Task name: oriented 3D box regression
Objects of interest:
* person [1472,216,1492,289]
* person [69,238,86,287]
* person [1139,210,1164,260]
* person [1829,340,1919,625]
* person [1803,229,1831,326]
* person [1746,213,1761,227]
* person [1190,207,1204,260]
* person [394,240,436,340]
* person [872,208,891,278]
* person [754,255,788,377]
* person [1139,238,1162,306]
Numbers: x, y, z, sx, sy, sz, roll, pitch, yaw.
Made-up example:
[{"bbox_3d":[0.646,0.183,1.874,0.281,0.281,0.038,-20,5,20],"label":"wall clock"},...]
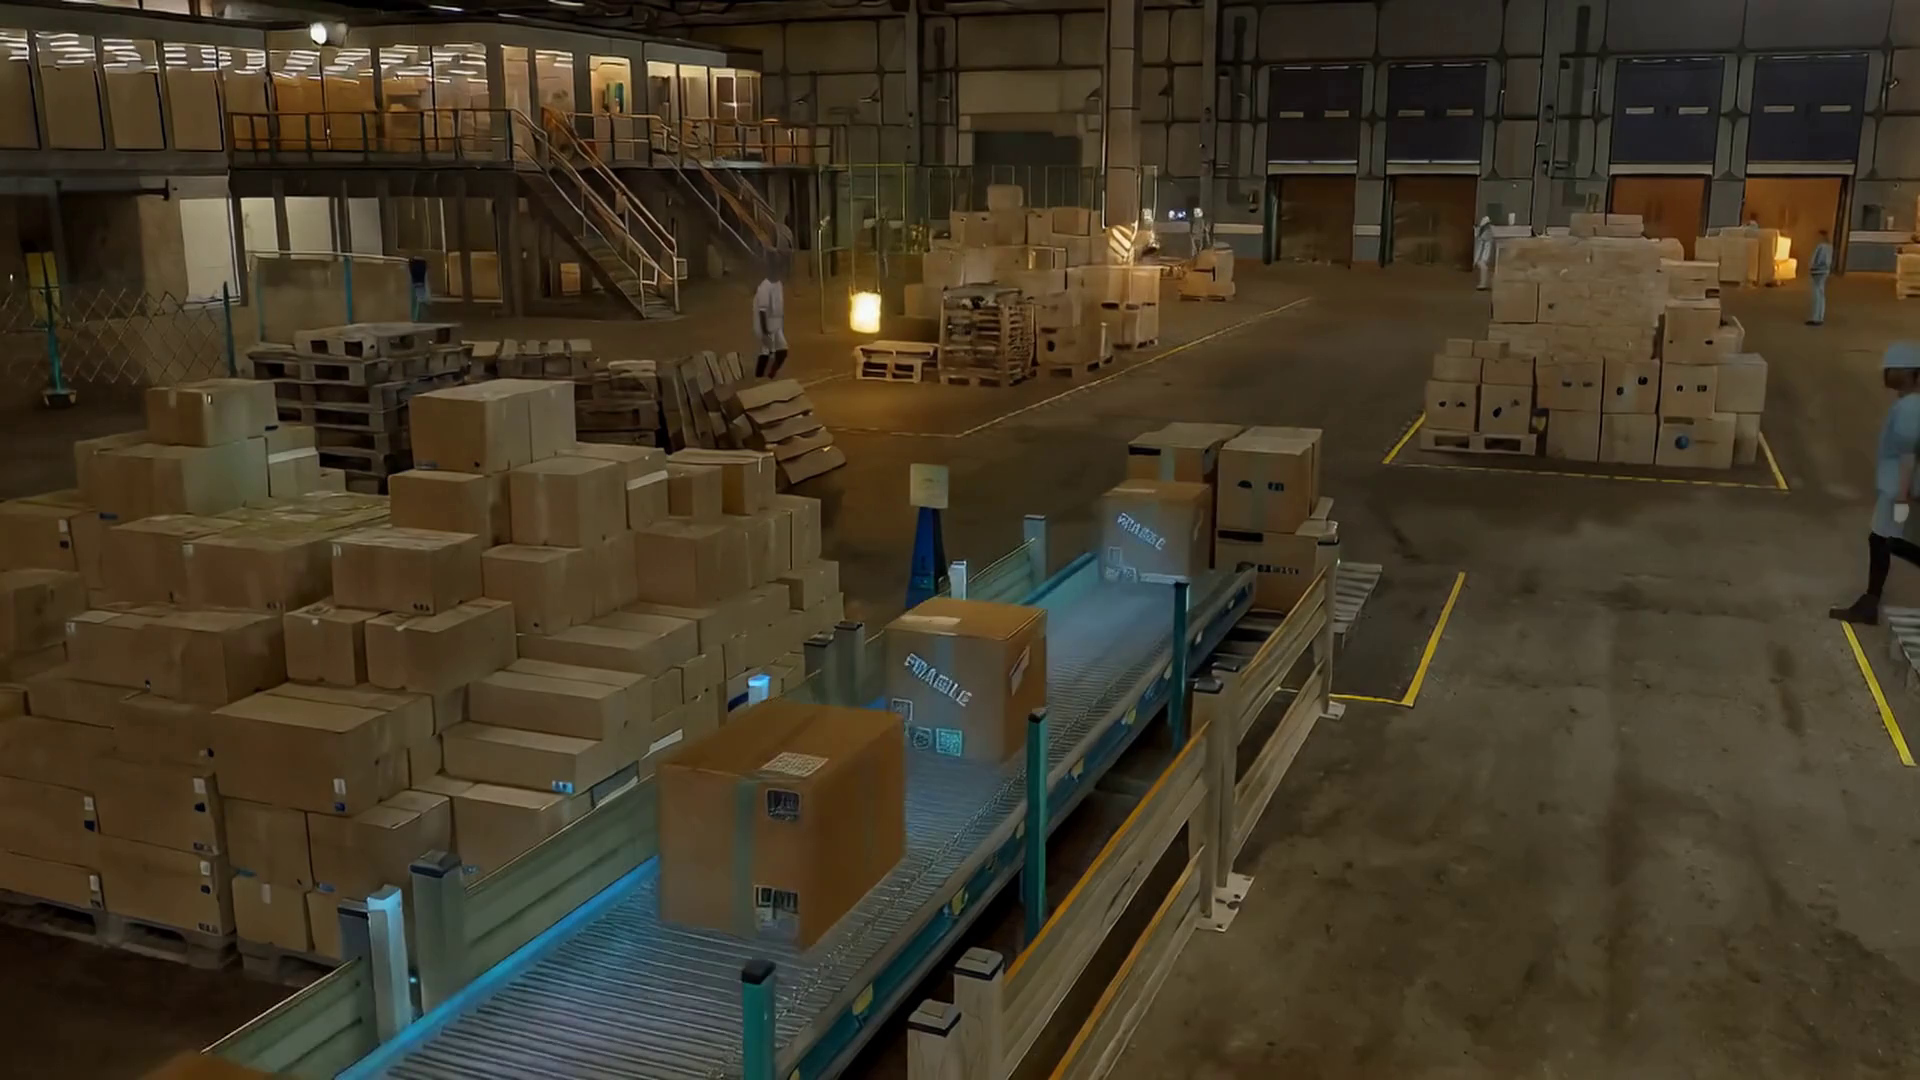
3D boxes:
[{"bbox_3d":[13.278,-7.255,42.055,0.503,1.858,0.526,9,15,35],"label":"person"},{"bbox_3d":[-22.574,-7.280,42.240,0.504,1.821,0.998,4,13,17],"label":"person"},{"bbox_3d":[5.944,-9.415,51.956,0.965,1.776,0.616,4,13,19],"label":"person"},{"bbox_3d":[6.277,-0.355,10.955,0.729,1.922,0.553,5,14,22],"label":"person"},{"bbox_3d":[16.665,-5.087,32.258,0.360,1.884,0.574,6,14,24],"label":"person"},{"bbox_3d":[21.802,-8.067,45.724,0.429,1.844,0.623,2,13,9],"label":"person"},{"bbox_3d":[6.817,-8.585,47.798,0.380,1.951,0.605,-4,13,-15],"label":"person"},{"bbox_3d":[-8.770,-3.871,26.785,0.558,1.899,0.595,10,16,38],"label":"person"},{"bbox_3d":[-2.215,-8.329,46.686,0.551,1.932,0.378,3,13,14],"label":"person"},{"bbox_3d":[-2.479,-2.765,21.778,0.601,1.914,0.648,5,13,19],"label":"person"},{"bbox_3d":[3.680,-5.035,32.422,0.511,1.706,0.638,-4,13,-19],"label":"person"}]
